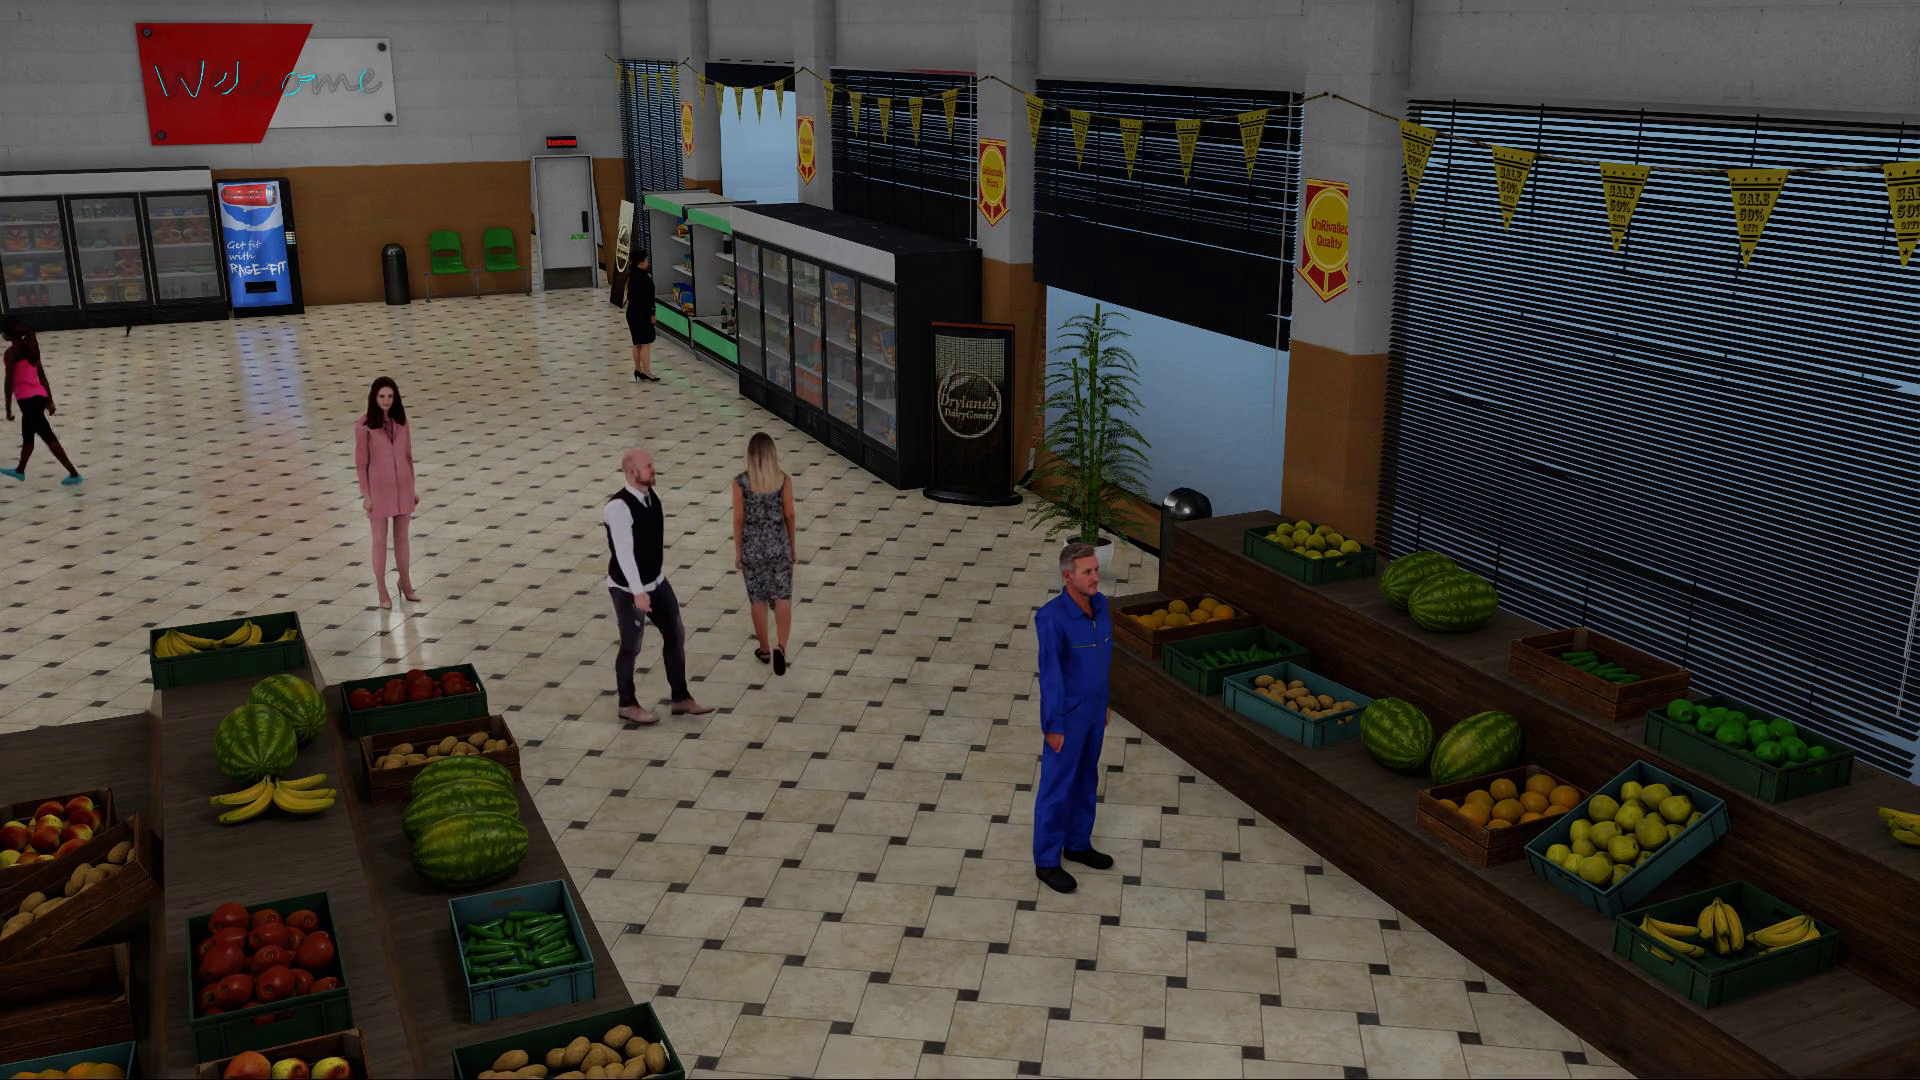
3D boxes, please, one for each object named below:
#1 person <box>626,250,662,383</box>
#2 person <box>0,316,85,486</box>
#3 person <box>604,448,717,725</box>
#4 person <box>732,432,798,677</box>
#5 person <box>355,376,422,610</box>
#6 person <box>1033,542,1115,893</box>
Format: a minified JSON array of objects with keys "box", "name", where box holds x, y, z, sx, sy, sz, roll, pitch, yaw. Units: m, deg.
[{"box":[-4.063,-2.852,21.184,0.817,1.671,0.658,-14,22,-38],"name":"person"},{"box":[-8.862,-1.285,16.027,1.095,1.667,1.140,4,17,13],"name":"person"},{"box":[-2.101,0.308,10.547,1.026,1.804,0.966,6,18,20],"name":"person"},{"box":[-1.322,0.133,11.337,0.762,1.679,1.073,-3,17,-9],"name":"person"},{"box":[-4.409,-0.381,12.823,0.676,1.801,0.634,-15,23,-41],"name":"person"},{"box":[0.584,0.885,8.605,0.734,1.829,0.789,13,21,37],"name":"person"}]
